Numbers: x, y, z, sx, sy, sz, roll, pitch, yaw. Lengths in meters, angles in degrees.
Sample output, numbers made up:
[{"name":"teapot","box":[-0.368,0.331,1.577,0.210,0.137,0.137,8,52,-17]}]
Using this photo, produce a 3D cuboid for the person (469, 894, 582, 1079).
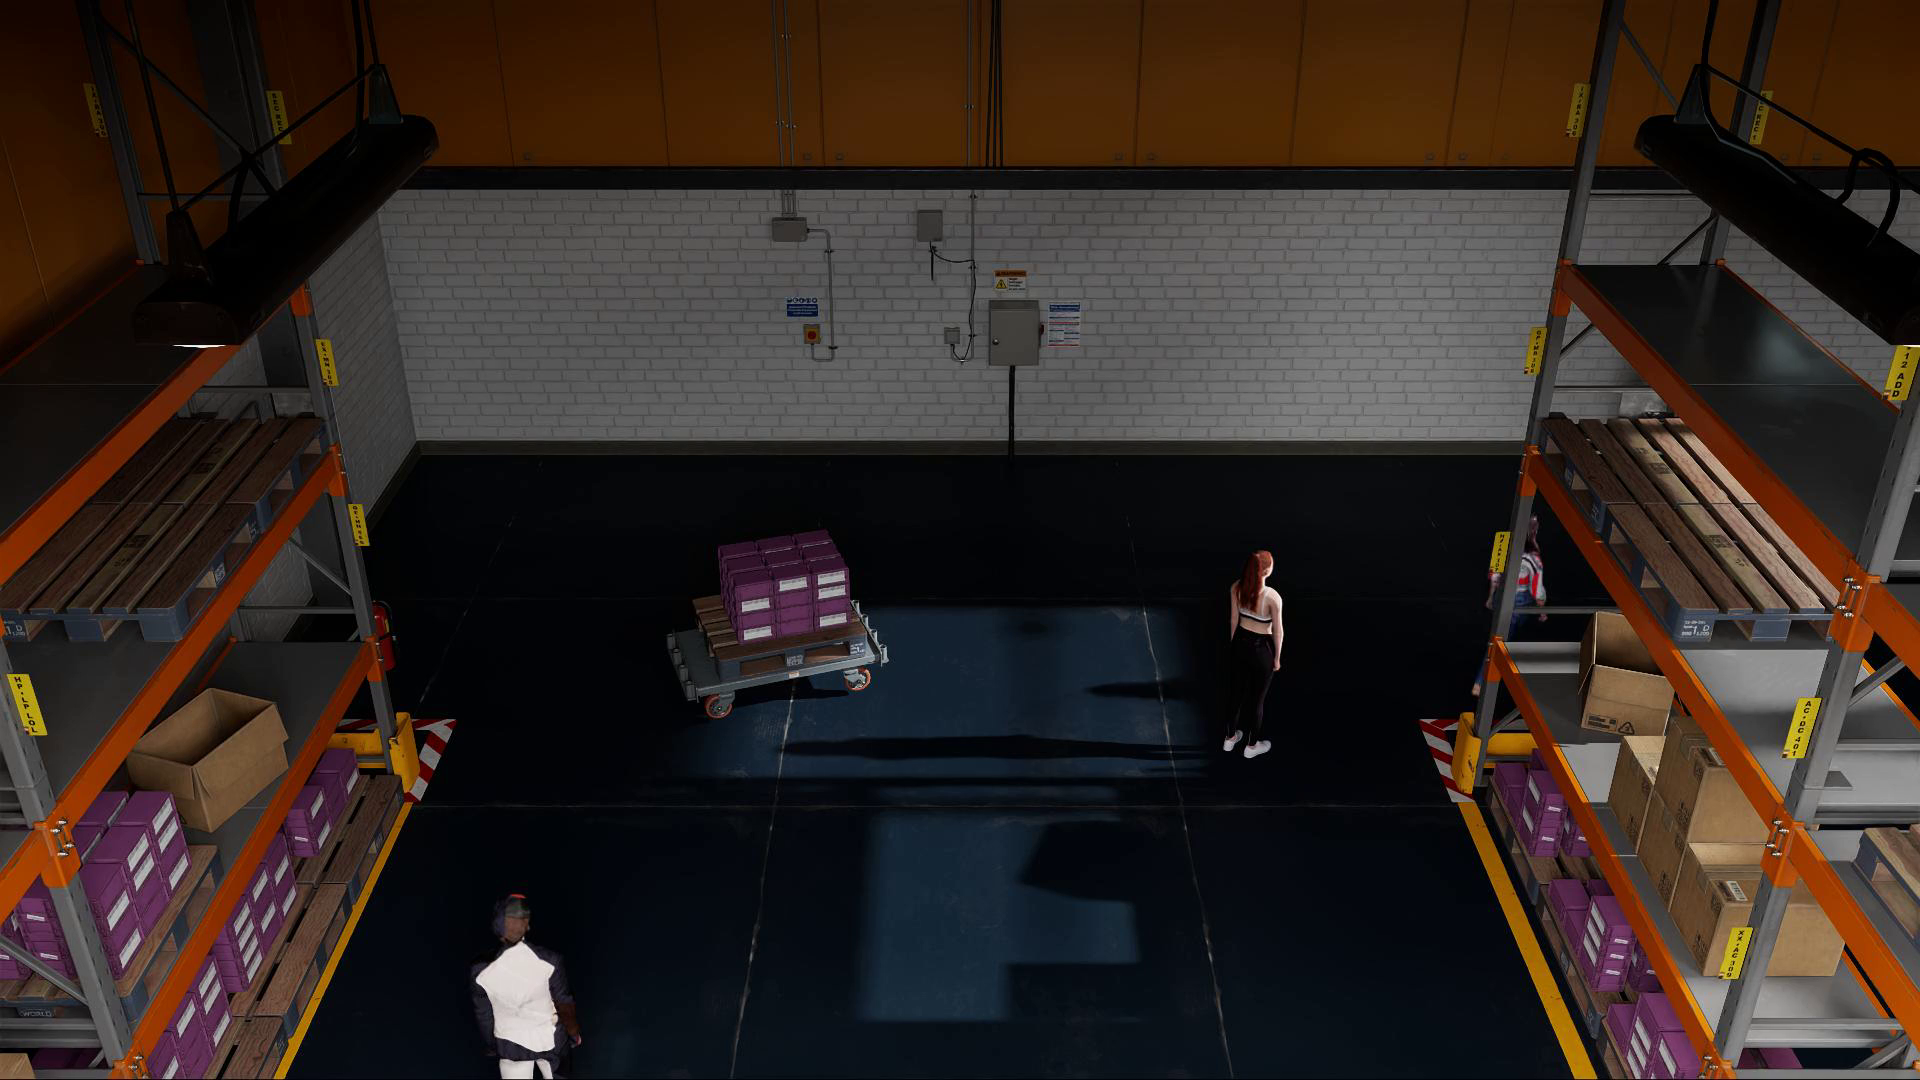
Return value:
[{"name":"person","box":[-2.310,2.682,8.950,0.715,1.893,0.645,-5,29,-9]}]

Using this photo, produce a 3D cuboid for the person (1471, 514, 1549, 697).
[{"name":"person","box":[4.303,0.548,13.186,0.937,1.584,0.988,-14,32,-24]}]

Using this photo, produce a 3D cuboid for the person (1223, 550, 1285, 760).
[{"name":"person","box":[2.186,0.849,12.468,0.669,1.742,0.708,21,35,33]}]
